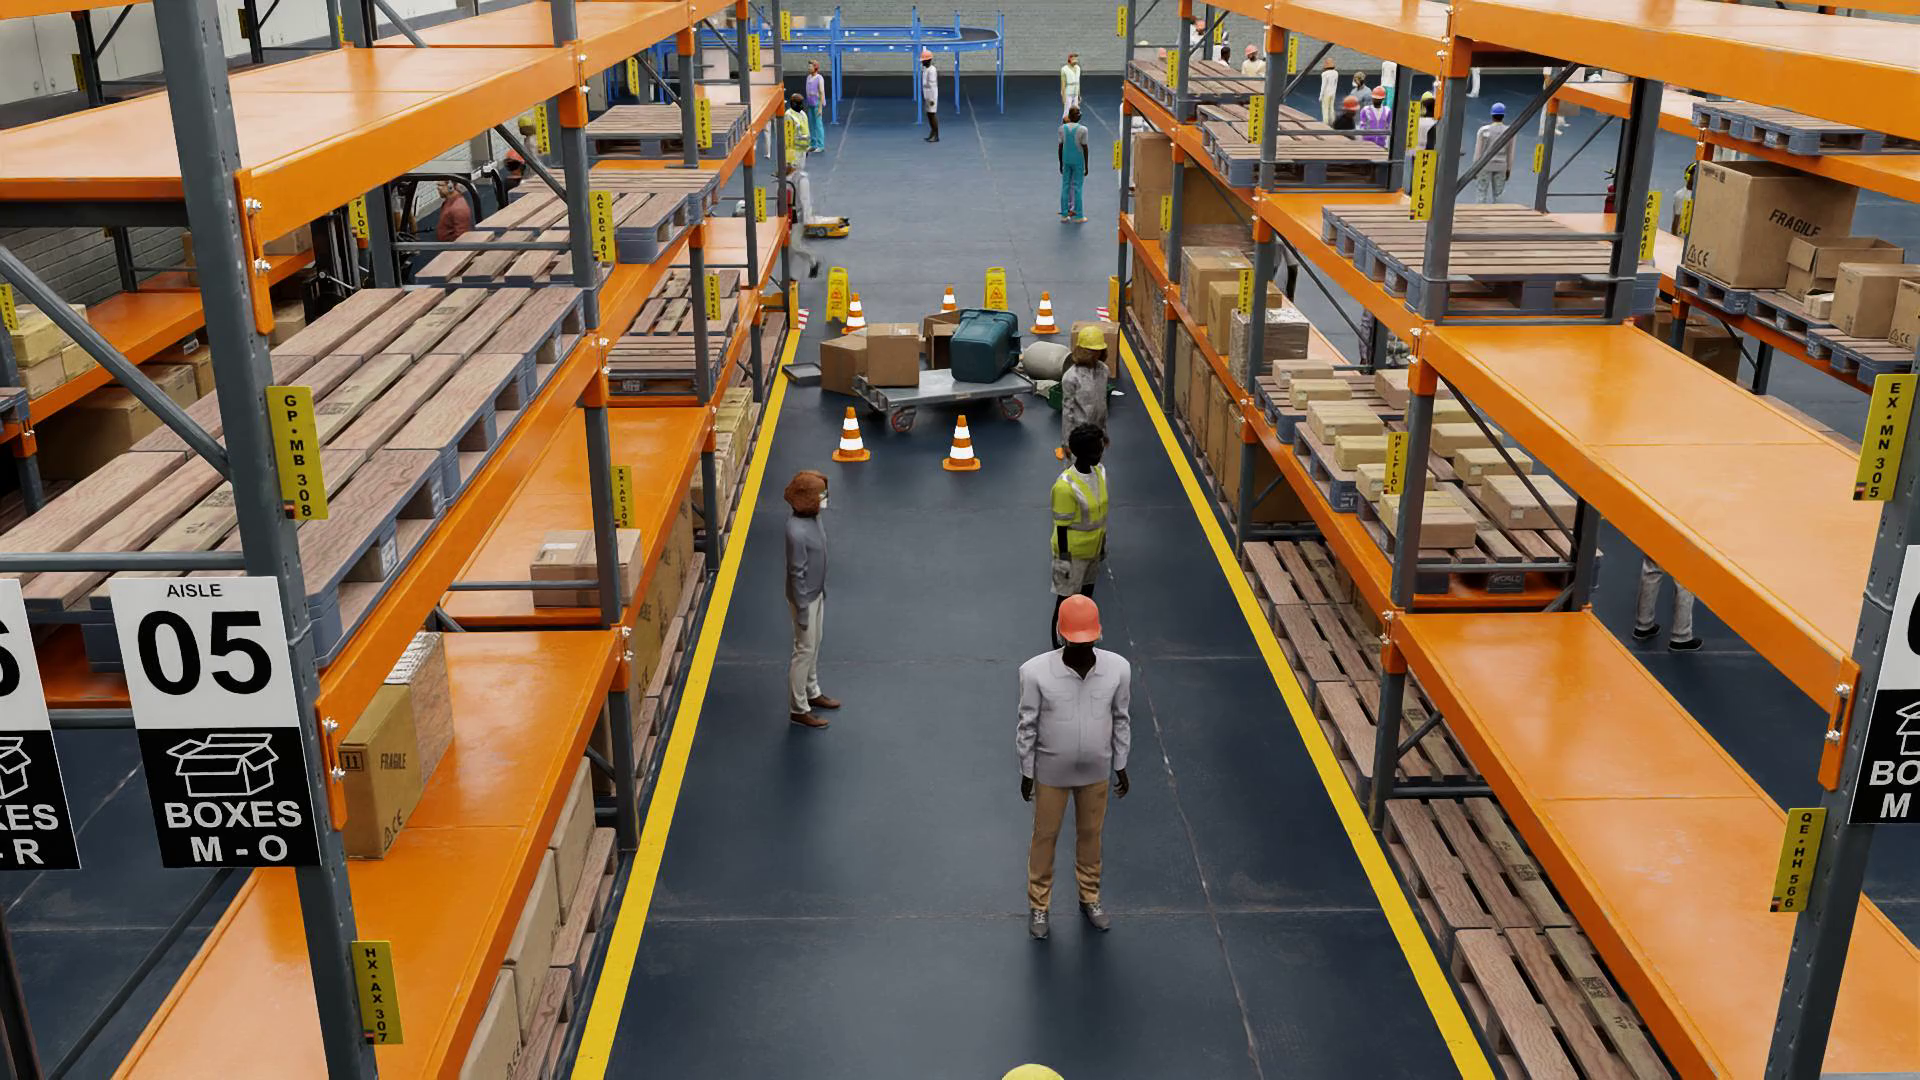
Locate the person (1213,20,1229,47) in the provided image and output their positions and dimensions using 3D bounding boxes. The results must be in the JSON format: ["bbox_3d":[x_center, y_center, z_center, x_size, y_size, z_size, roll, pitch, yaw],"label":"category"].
[{"bbox_3d":[6.951,-13.139,45.112,0.660,2.013,0.791,3,21,8],"label":"person"}]

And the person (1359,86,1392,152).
[{"bbox_3d":[7.049,-6.738,28.313,0.545,1.933,0.376,-2,21,-5],"label":"person"}]

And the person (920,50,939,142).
[{"bbox_3d":[-0.673,-9.520,35.684,0.407,1.926,0.560,-8,22,-19],"label":"person"}]

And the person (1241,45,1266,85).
[{"bbox_3d":[6.506,-10.042,37.085,0.603,1.906,0.480,13,25,32],"label":"person"}]

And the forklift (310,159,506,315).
[{"bbox_3d":[-5.622,-2.910,17.832,2.313,2.155,1.214,-1,21,-1],"label":"forklift"}]

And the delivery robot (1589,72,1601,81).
[{"bbox_3d":[17.398,-12.562,45.493,0.477,0.478,0.707,6,22,16],"label":"delivery robot"}]

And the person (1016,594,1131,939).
[{"bbox_3d":[0.545,1.071,7.920,0.561,1.752,0.327,-4,21,-11],"label":"person"}]

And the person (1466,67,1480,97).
[{"bbox_3d":[13.742,-12.799,44.333,0.425,1.938,0.604,4,21,9],"label":"person"}]

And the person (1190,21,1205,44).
[{"bbox_3d":[6.282,-12.543,43.559,0.613,2.012,0.889,2,21,6],"label":"person"}]

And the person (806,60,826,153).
[{"bbox_3d":[-2.969,-8.897,34.134,0.389,1.850,0.566,-15,25,-34],"label":"person"}]

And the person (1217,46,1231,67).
[{"bbox_3d":[5.762,-9.929,36.791,0.407,1.907,0.598,-6,22,-16],"label":"person"}]

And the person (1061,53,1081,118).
[{"bbox_3d":[2.398,-9.671,36.211,0.400,1.832,0.574,18,27,40],"label":"person"}]

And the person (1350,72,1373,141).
[{"bbox_3d":[7.383,-7.687,30.837,0.374,1.929,0.635,-7,22,-19],"label":"person"}]

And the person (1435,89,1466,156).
[{"bbox_3d":[9.865,-8.650,33.442,0.876,1.871,0.650,11,23,26],"label":"person"}]

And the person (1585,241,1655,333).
[{"bbox_3d":[6.304,-2.115,15.944,0.688,2.000,0.536,-2,21,-5],"label":"person"}]

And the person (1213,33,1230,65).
[{"bbox_3d":[6.238,-11.346,40.447,0.611,1.962,0.364,1,21,2],"label":"person"}]

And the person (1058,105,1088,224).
[{"bbox_3d":[1.800,-5.946,26.343,0.506,1.846,0.344,10,23,24],"label":"person"}]

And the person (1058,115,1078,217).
[{"bbox_3d":[1.782,-6.068,26.974,0.283,1.628,0.503,-5,21,-12],"label":"person"}]

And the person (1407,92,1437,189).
[{"bbox_3d":[8.048,-6.886,28.937,0.527,1.768,0.331,5,21,12],"label":"person"}]

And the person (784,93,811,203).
[{"bbox_3d":[-2.731,-6.569,27.996,0.430,1.843,0.624,8,22,19],"label":"person"}]

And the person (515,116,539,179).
[{"bbox_3d":[-6.708,-5.691,25.828,0.597,1.719,0.533,-9,22,-22],"label":"person"}]

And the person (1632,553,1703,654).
[{"bbox_3d":[4.792,-0.143,11.021,0.404,1.832,0.600,-14,25,-33],"label":"person"}]

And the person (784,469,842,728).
[{"bbox_3d":[-0.905,0.344,10.026,0.291,1.625,0.504,3,21,7],"label":"person"}]

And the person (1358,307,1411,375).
[{"bbox_3d":[3.844,-1.631,14.792,0.603,1.949,0.389,3,21,7],"label":"person"}]

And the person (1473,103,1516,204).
[{"bbox_3d":[8.253,-5.772,25.767,0.602,1.937,0.439,1,21,1],"label":"person"}]

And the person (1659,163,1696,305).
[{"bbox_3d":[8.782,-3.637,20.210,0.310,1.865,0.531,19,28,40],"label":"person"}]

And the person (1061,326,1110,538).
[{"bbox_3d":[0.989,-0.806,12.898,0.487,1.744,0.314,-18,27,-39],"label":"person"}]

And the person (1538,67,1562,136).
[{"bbox_3d":[13.150,-9.941,36.630,0.689,2.000,0.541,-13,24,-31],"label":"person"}]

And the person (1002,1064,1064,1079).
[{"bbox_3d":[0.133,2.293,4.511,0.608,1.892,0.550,4,21,11],"label":"person"}]

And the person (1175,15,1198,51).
[{"bbox_3d":[6.625,-14.370,48.582,0.749,1.877,0.445,4,21,11],"label":"person"}]

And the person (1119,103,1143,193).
[{"bbox_3d":[3.009,-7.009,29.099,0.573,1.883,0.359,-17,26,-38],"label":"person"}]

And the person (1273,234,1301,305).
[{"bbox_3d":[3.895,-3.591,20.028,0.555,1.910,0.720,-2,21,-6],"label":"person"}]

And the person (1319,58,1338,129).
[{"bbox_3d":[8.190,-9.886,37.051,0.507,1.631,0.266,-16,26,-36],"label":"person"}]

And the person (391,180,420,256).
[{"bbox_3d":[-8.031,-5.031,23.648,0.387,2.045,0.605,12,24,29],"label":"person"}]

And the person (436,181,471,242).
[{"bbox_3d":[-5.855,-3.314,19.315,0.404,1.901,0.645,-7,22,-19],"label":"person"}]

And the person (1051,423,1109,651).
[{"bbox_3d":[0.769,0.059,10.683,0.320,1.693,0.534,14,25,33],"label":"person"}]

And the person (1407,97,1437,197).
[{"bbox_3d":[7.510,-6.175,26.864,0.451,1.908,0.593,-5,21,-12],"label":"person"}]

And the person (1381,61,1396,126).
[{"bbox_3d":[9.925,-10.466,38.416,0.329,1.761,0.526,-11,23,-27],"label":"person"}]

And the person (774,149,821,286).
[{"bbox_3d":[-2.187,-4.272,21.967,0.540,1.809,0.590,-19,28,-40],"label":"person"}]
